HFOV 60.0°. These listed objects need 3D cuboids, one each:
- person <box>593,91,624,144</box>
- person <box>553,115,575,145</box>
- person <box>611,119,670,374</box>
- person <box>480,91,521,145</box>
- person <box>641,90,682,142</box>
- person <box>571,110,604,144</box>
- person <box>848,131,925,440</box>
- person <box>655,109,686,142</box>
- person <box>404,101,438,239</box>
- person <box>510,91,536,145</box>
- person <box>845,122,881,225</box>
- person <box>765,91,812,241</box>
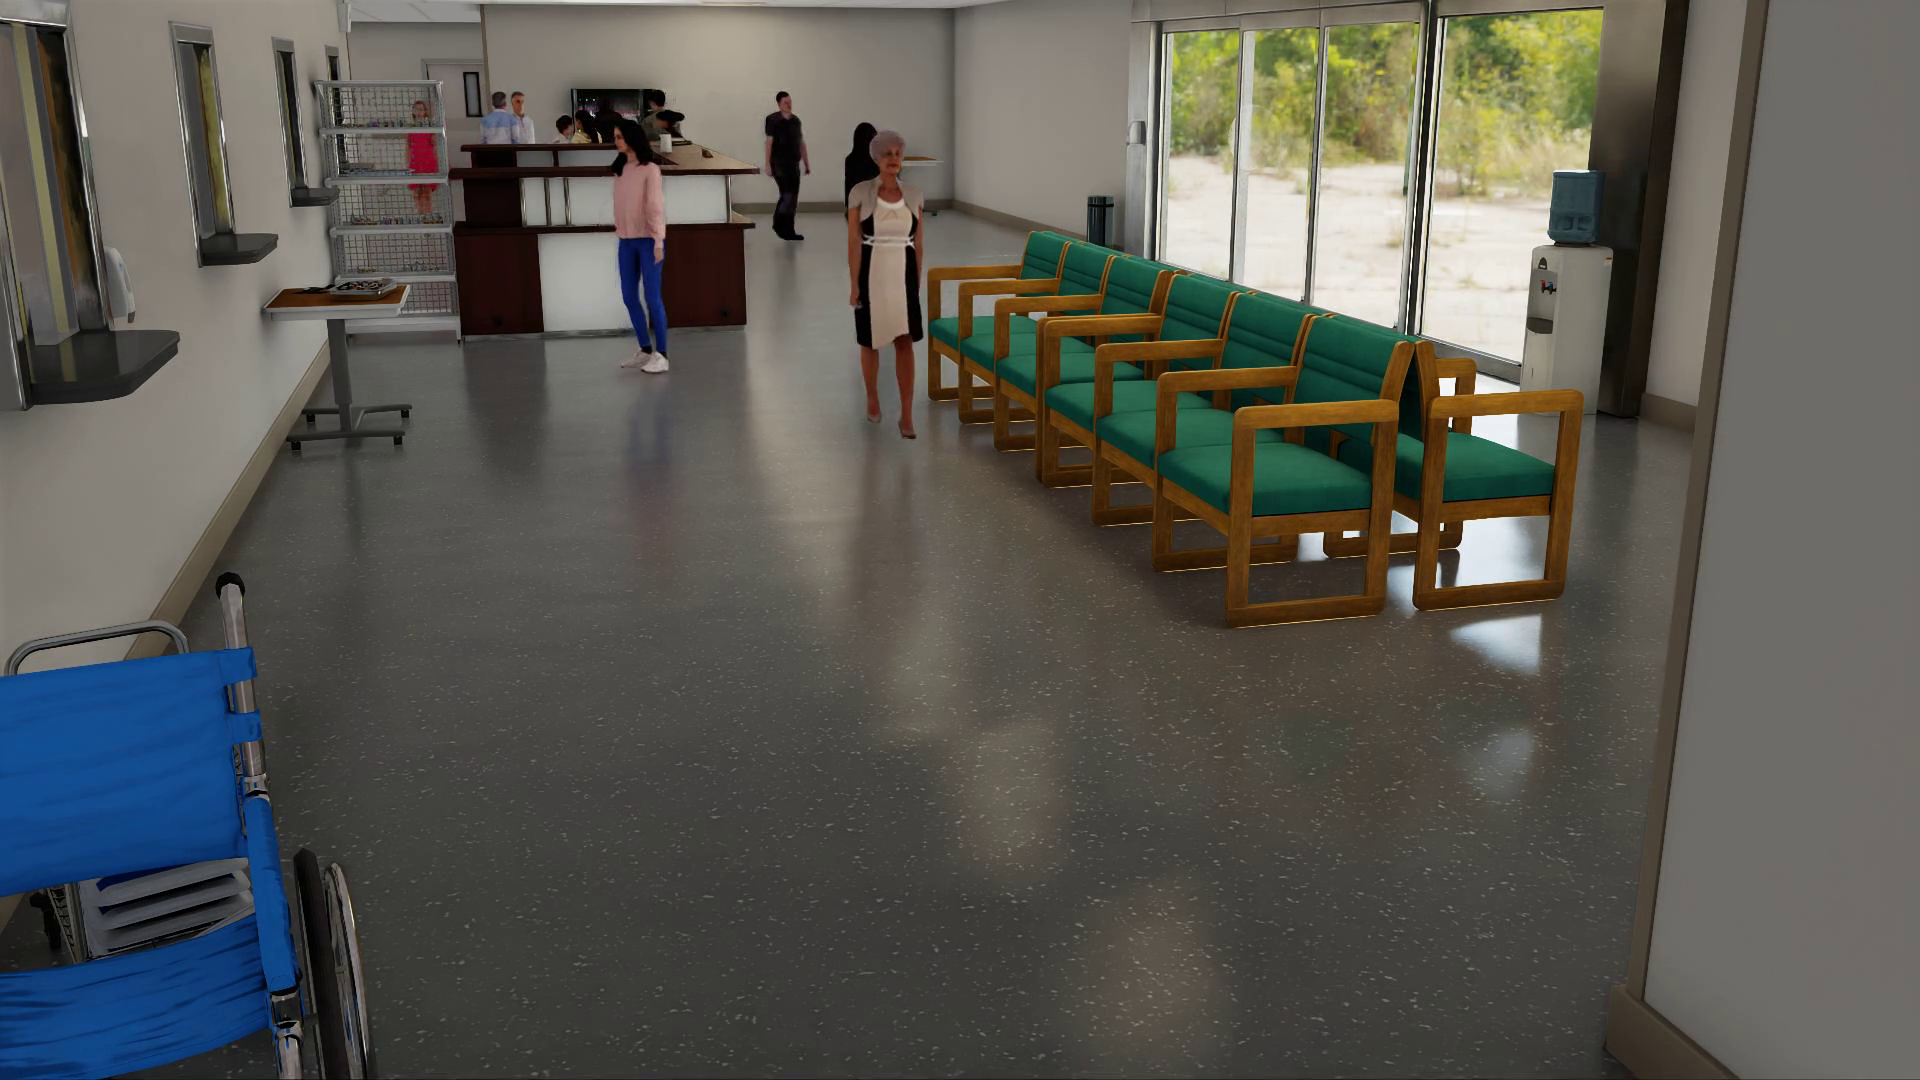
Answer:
[{"bbox_3d":[-4.706,-5.156,22.638,1.251,1.785,1.235,11,19,33],"label":"person"},{"bbox_3d":[-5.077,-4.546,20.956,0.911,1.523,0.707,1,16,3],"label":"person"},{"bbox_3d":[-2.217,-2.050,11.670,0.780,1.757,0.791,11,19,34],"label":"person"},{"bbox_3d":[-6.037,-4.963,21.890,0.595,1.820,0.784,-1,16,-3],"label":"person"},{"bbox_3d":[-3.603,-4.580,20.487,0.783,1.843,0.902,-13,20,-39],"label":"person"},{"bbox_3d":[-4.520,-4.409,20.273,0.783,1.631,0.688,13,20,38],"label":"person"},{"bbox_3d":[-0.459,-1.446,9.625,1.041,1.706,0.720,-3,16,-11],"label":"person"},{"bbox_3d":[-3.378,-4.312,19.971,1.090,1.607,0.858,3,16,11],"label":"person"},{"bbox_3d":[-6.907,-4.772,21.405,0.676,1.713,0.626,-3,16,-12],"label":"person"},{"bbox_3d":[-6.005,-5.210,22.769,0.799,1.817,0.692,13,20,39],"label":"person"},{"bbox_3d":[-0.826,-3.097,15.672,0.834,1.601,0.790,-8,18,-26],"label":"person"},{"bbox_3d":[-2.244,-4.651,20.764,0.997,1.830,0.875,11,19,35],"label":"person"}]
